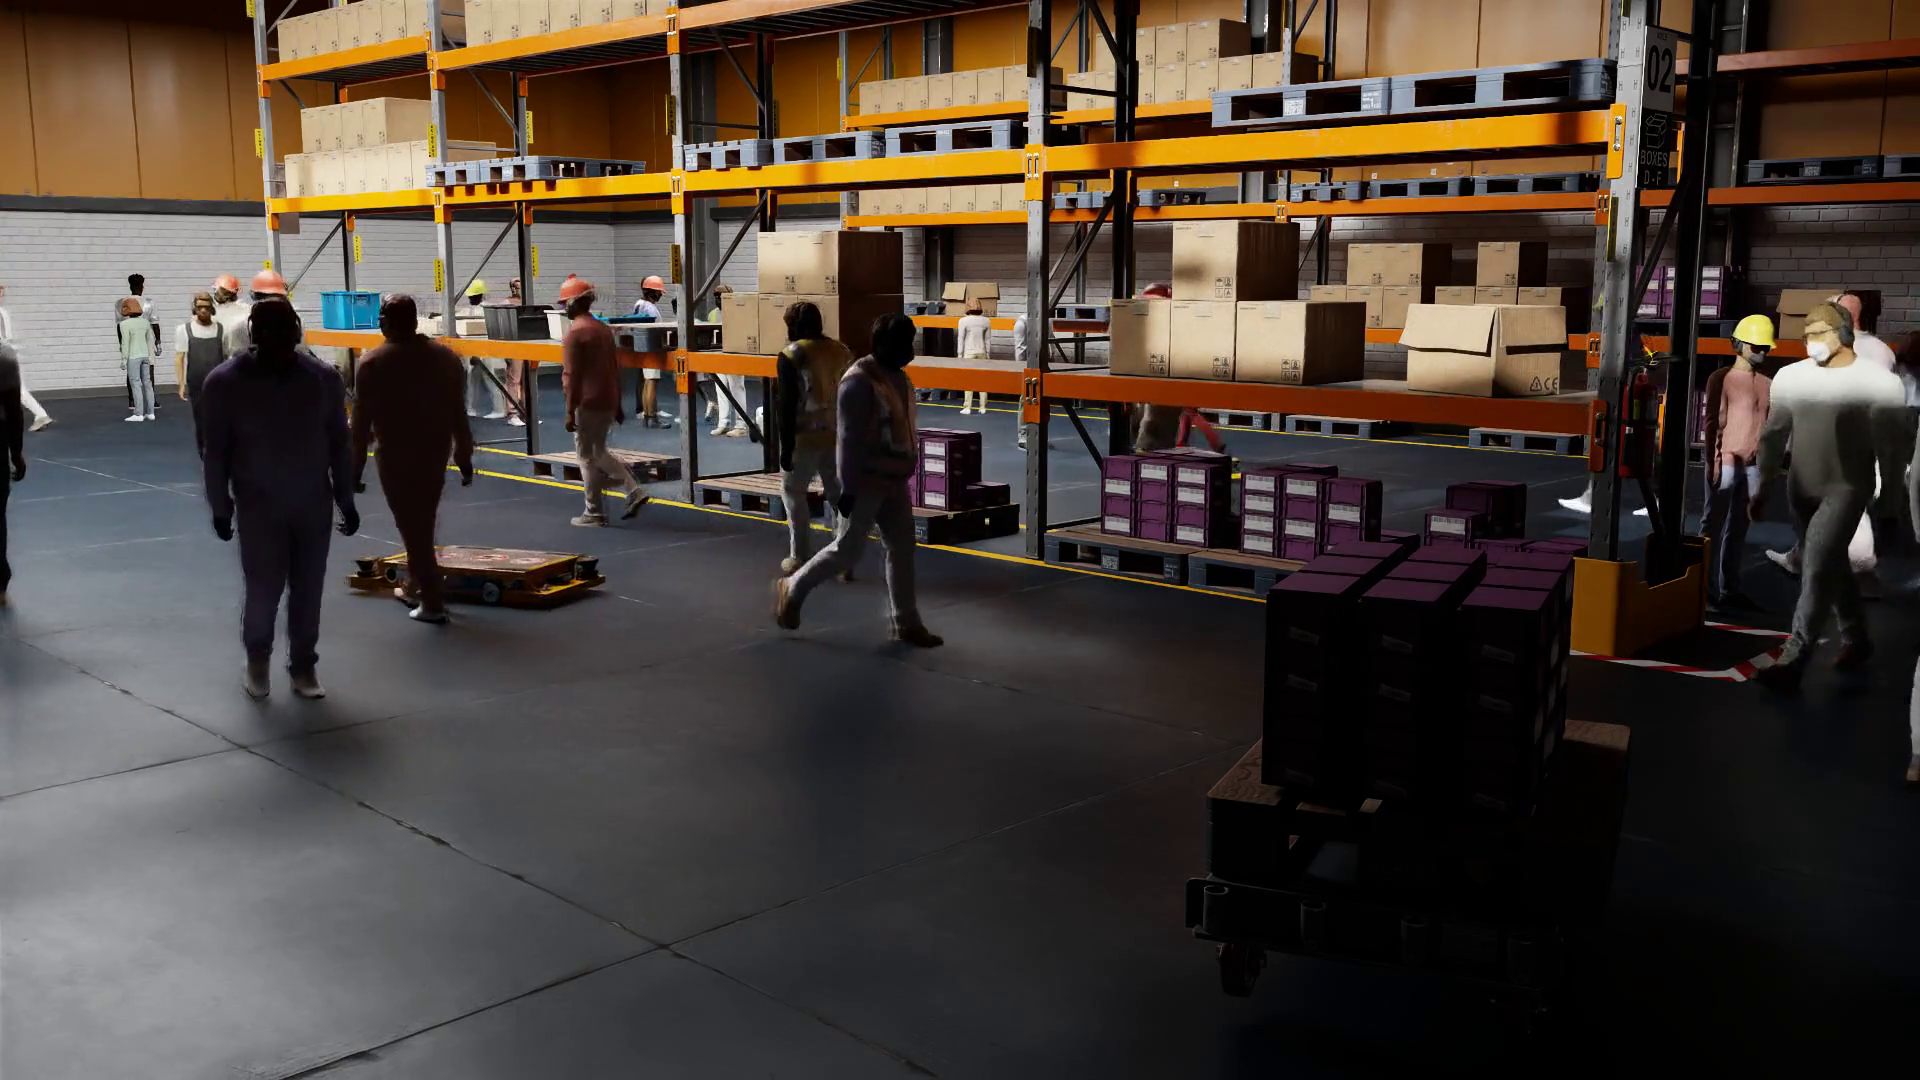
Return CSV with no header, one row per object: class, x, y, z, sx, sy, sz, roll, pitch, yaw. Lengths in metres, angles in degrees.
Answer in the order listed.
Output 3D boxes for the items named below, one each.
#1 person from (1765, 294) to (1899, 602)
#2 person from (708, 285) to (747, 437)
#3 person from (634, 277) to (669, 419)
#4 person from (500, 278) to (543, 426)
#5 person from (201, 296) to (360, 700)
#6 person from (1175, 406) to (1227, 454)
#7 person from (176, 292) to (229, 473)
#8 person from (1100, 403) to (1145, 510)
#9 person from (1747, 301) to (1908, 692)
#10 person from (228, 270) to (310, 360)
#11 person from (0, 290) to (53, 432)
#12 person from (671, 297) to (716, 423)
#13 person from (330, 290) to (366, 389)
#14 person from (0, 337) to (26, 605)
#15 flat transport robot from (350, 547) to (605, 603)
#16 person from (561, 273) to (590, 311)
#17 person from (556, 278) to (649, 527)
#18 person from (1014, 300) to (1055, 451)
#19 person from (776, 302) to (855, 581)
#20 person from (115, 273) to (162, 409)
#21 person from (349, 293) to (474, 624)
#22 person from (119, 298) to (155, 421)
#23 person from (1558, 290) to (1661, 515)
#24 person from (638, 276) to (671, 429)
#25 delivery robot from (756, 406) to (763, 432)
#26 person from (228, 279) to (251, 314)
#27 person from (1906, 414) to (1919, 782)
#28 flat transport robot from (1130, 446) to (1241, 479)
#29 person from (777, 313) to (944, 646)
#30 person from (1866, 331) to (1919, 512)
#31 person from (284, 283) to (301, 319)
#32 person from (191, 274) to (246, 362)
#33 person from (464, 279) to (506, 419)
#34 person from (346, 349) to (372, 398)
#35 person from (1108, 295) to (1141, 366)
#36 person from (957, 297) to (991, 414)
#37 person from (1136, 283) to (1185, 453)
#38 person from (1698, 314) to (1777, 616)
person,5.408,-0.590,10.380,0.642,1.854,0.971,-5,10,-27
person,-2.819,-2.159,20.105,0.619,1.836,0.431,7,11,35
person,-4.239,-2.597,22.528,0.383,1.916,0.598,1,9,6
person,-5.669,-2.429,21.510,0.407,1.910,0.640,4,10,22
person,-3.140,-0.178,7.755,0.642,1.894,0.423,-7,12,-38
person,2.502,-1.700,17.571,0.804,1.735,0.523,8,12,39
person,-7.337,-1.505,16.205,0.511,1.806,0.953,-4,10,-24
person,1.543,-1.004,13.686,0.768,1.613,0.503,8,12,40
person,4.266,-0.222,8.142,1.097,1.881,0.621,-6,11,-31
person,-5.508,-1.161,13.455,0.641,2.002,0.928,-9,13,-44
person,-11.753,-2.217,20.435,0.980,1.844,0.582,-2,10,-14
person,-3.489,-2.333,21.634,0.726,1.672,0.537,9,13,42
person,-7.658,-2.267,21.014,0.902,1.765,0.602,-5,10,-26
person,-5.833,-0.561,9.649,0.700,2.000,0.840,-6,11,-34
flat transport robot,-3.012,0.201,10.392,1.431,0.197,0.652,3,10,20
person,-7.292,-4.073,31.505,0.552,1.935,0.374,-5,11,-29
person,-2.851,-1.063,12.999,0.617,1.961,0.624,3,10,20
person,0.855,-1.903,18.525,0.403,1.827,0.601,8,12,40
person,-0.977,-0.642,10.866,0.684,1.804,0.738,-7,12,-38
person,-11.852,-2.862,24.029,0.607,1.958,0.378,-1,9,-7
person,-3.244,-0.477,9.632,0.877,1.869,0.677,8,12,41
person,-10.976,-2.398,22.160,0.286,1.633,0.499,3,10,15
person,5.426,-1.128,13.625,0.941,1.878,0.625,4,10,21
person,-3.888,-2.376,21.106,0.362,1.935,0.545,-3,10,-20
delivery robot,-2.170,-1.481,19.549,0.477,0.478,0.707,1,9,4
person,-10.618,-2.906,24.428,0.575,1.907,0.495,6,11,32
person,4.077,0.037,6.639,0.577,1.830,1.000,8,12,39
flat transport robot,2.173,-0.760,16.284,0.652,0.197,1.431,-3,10,-15
person,-0.540,-0.323,8.940,0.880,1.808,0.640,4,10,25
person,6.679,-0.669,11.713,0.870,1.587,0.515,5,10,28
person,-9.732,-2.772,23.892,0.511,1.817,0.982,5,11,30
person,-8.732,-2.142,19.597,0.656,1.958,0.457,-5,10,-26
person,-6.485,-2.538,22.246,0.819,1.881,0.627,-3,10,-19
person,-9.404,-3.041,26.018,0.744,1.660,0.537,-2,9,-12
person,2.045,-2.018,19.592,0.495,1.697,0.865,-3,10,-19
person,0.198,-2.567,23.219,0.502,1.627,0.270,-4,10,-25
person,1.615,-1.030,12.905,0.601,1.916,0.542,7,12,38
person,4.574,-0.436,9.755,0.524,1.760,0.326,-5,10,-27
